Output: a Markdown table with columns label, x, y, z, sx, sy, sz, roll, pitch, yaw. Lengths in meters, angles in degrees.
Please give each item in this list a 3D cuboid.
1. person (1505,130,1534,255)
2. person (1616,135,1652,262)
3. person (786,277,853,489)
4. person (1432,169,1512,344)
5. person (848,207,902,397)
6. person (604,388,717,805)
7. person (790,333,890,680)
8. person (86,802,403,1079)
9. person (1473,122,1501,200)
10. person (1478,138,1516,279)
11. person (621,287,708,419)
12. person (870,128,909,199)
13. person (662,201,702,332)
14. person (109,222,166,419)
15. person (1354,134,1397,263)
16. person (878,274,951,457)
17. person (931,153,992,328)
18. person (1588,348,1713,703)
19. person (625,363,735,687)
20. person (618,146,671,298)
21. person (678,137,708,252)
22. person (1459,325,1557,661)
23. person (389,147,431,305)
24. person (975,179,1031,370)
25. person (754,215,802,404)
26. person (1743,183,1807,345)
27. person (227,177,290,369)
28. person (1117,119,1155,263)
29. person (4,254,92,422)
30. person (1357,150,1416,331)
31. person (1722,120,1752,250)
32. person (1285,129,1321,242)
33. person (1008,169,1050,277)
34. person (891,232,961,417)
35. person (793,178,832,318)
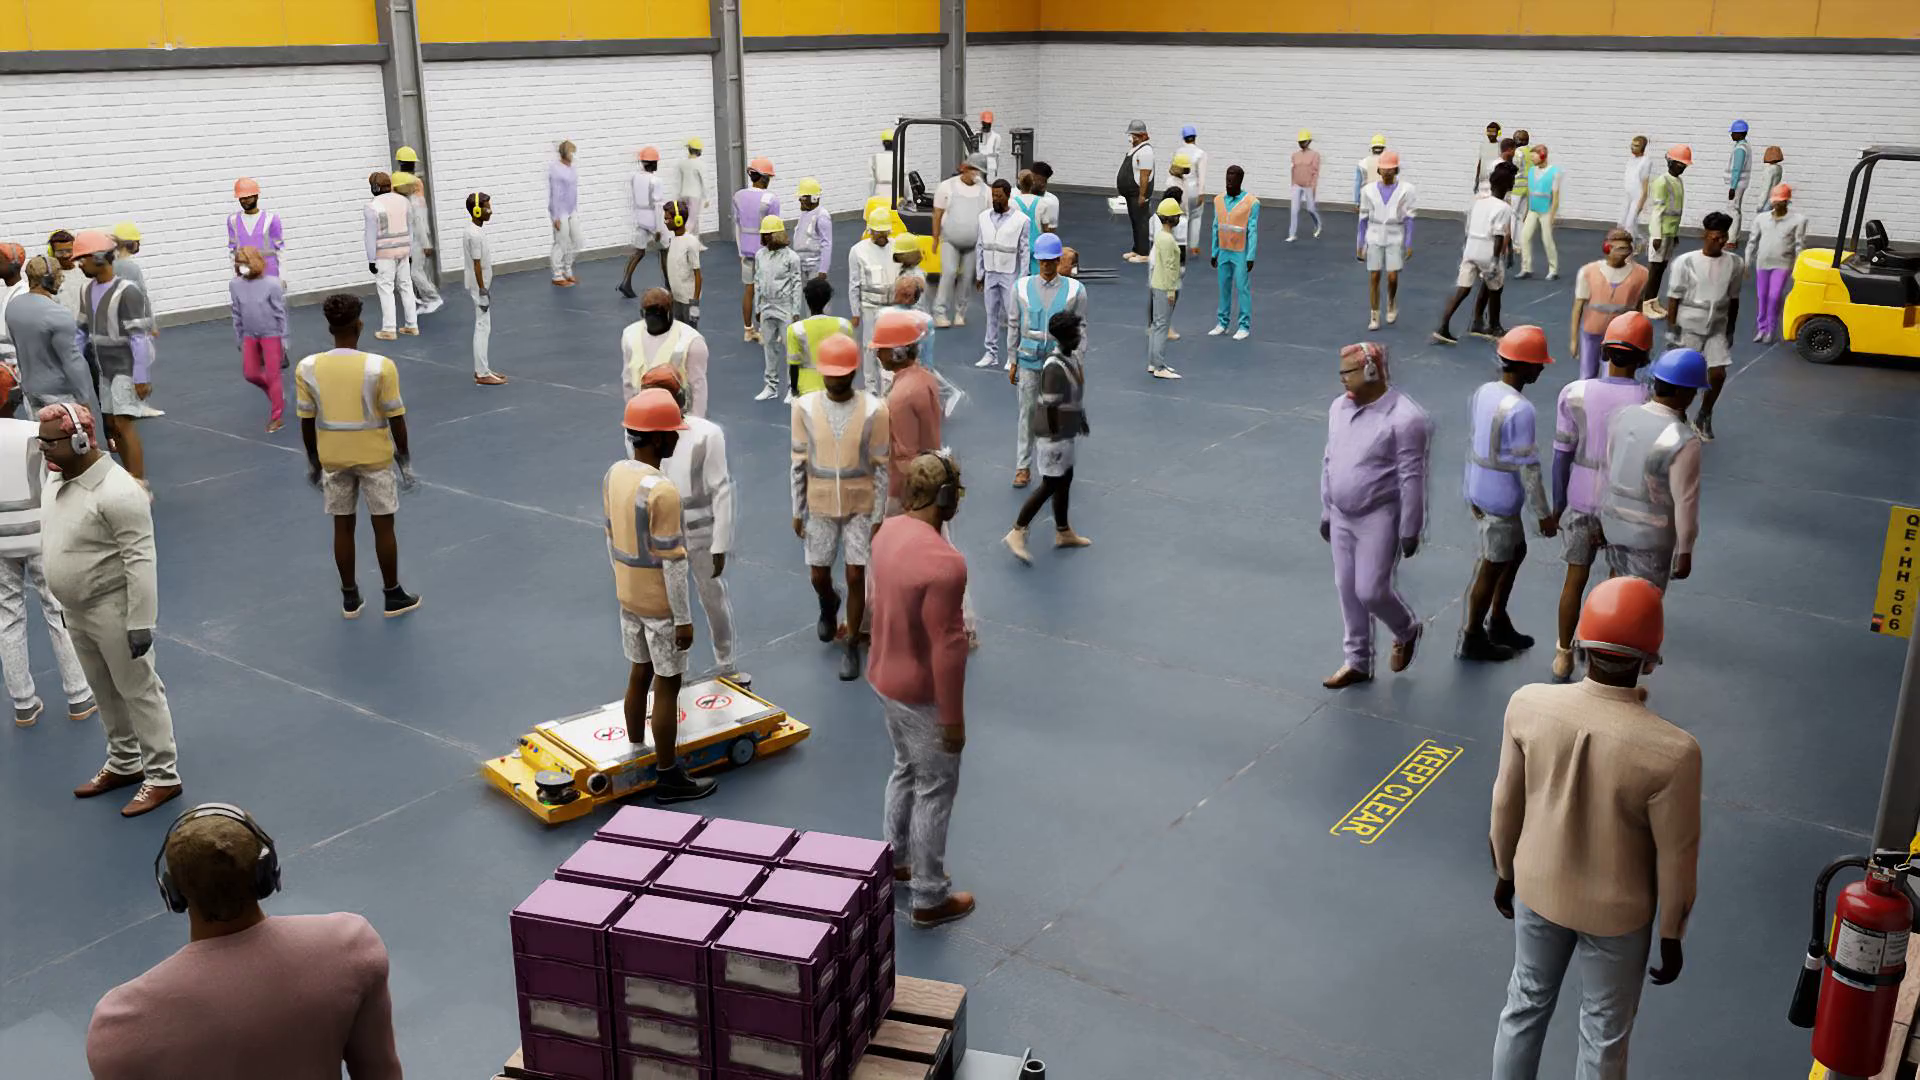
| label | x | y | z | sx | sy | sz | roll | pitch | yaw |
| --- | --- | --- | --- | --- | --- | --- | --- | --- | --- |
| person | 8.298 | -5.179 | 24.804 | 0.635 | 1.831 | 0.429 | -14 | 23 | -38 |
| person | 9.753 | -4.902 | 23.946 | 0.551 | 1.820 | 0.515 | -5 | 18 | -15 |
| person | -1.004 | -1.101 | 12.334 | 0.537 | 1.665 | 0.825 | -6 | 19 | -18 |
| person | 5.667 | -3.078 | 18.137 | 1.023 | 1.896 | 0.646 | -10 | 20 | -28 |
| person | -0.725 | -2.161 | 15.376 | 0.606 | 1.818 | 0.403 | -6 | 19 | -19 |
| person | -1.374 | 0.258 | 7.620 | 0.373 | 1.933 | 0.552 | -14 | 23 | -38 |
| person | -0.645 | -0.208 | 9.119 | 0.547 | 1.917 | 0.577 | 1 | 18 | 3 |
| person | -1.553 | 1.490 | 3.762 | 0.634 | 1.935 | 0.350 | -15 | 23 | -39 |
| person | 8.306 | -5.617 | 26.125 | 0.334 | 1.860 | 0.509 | -15 | 23 | -39 |
| person | 7.265 | -4.518 | 22.666 | 0.401 | 1.871 | 0.730 | 11 | 21 | 30 |
| person | -1.974 | -0.785 | 11.092 | 0.625 | 1.817 | 0.572 | 9 | 20 | 25 |
| person | -1.054 | -4.991 | 24.112 | 0.575 | 1.896 | 0.805 | 7 | 19 | 21 |
| person | -2.576 | -2.215 | 15.480 | 0.332 | 1.861 | 0.520 | -12 | 21 | -32 |
| person | -7.338 | -1.947 | 14.810 | 0.538 | 1.751 | 0.363 | 16 | 24 | 41 |
| person | 5.975 | -4.905 | 23.959 | 0.586 | 1.824 | 0.404 | 4 | 18 | 14 |
| person | -0.388 | -1.261 | 12.924 | 0.517 | 1.596 | 0.838 | 8 | 19 | 23 |
| person | 0.048 | -3.449 | 19.046 | 0.741 | 2.000 | 0.676 | -4 | 18 | -13 |
| person | 3.563 | -0.048 | 8.592 | 0.467 | 1.923 | 0.626 | -6 | 19 | -18 |
| person | -1.426 | -0.040 | 8.727 | 0.590 | 1.855 | 0.685 | 4 | 18 | 13 |
| person | -3.989 | -4.028 | 21.098 | 0.549 | 1.905 | 0.943 | 11 | 21 | 31 |
| person | -4.016 | -5.108 | 24.739 | 0.542 | 1.721 | 0.808 | 11 | 21 | 32 |
| person | 3.109 | -0.234 | 9.184 | 0.607 | 1.921 | 0.568 | -1 | 18 | -2 |
| person | -6.797 | -3.885 | 20.594 | 0.594 | 1.924 | 0.383 | 9 | 20 | 26 |
| person | 0.428 | -2.693 | 16.878 | 0.594 | 1.919 | 0.387 | 10 | 20 | 28 |
| person | -1.696 | -2.133 | 15.407 | 0.489 | 1.743 | 0.323 | 9 | 20 | 26 |
| person | 8.829 | -2.999 | 18.119 | 0.553 | 1.731 | 0.597 | -16 | 24 | -41 |
| person | -7.103 | -2.690 | 16.835 | 0.551 | 1.936 | 0.356 | -1 | 18 | -3 |
| person | 2.533 | -5.063 | 24.093 | 0.535 | 2.000 | 0.680 | -2 | 18 | -7 |
| person | -6.348 | -1.035 | 11.684 | 0.641 | 1.927 | 0.386 | 9 | 20 | 26 |
| person | 4.823 | -3.398 | 18.897 | 0.630 | 2.033 | 0.447 | 8 | 19 | 23 |
| person | 11.770 | -5.385 | 25.267 | 0.412 | 1.938 | 0.610 | 10 | 20 | 29 |
| person | 5.474 | -5.614 | 26.297 | 0.523 | 1.741 | 0.765 | 14 | 22 | 37 |
| person | 0.745 | -3.216 | 18.633 | 0.508 | 1.847 | 0.345 | -2 | 18 | -6 |
| person | -0.369 | -1.866 | 14.619 | 0.786 | 1.706 | 0.505 | -6 | 19 | -18 |
| person | -1.583 | -2.951 | 17.828 | 0.404 | 1.828 | 0.603 | -9 | 20 | -26 |
